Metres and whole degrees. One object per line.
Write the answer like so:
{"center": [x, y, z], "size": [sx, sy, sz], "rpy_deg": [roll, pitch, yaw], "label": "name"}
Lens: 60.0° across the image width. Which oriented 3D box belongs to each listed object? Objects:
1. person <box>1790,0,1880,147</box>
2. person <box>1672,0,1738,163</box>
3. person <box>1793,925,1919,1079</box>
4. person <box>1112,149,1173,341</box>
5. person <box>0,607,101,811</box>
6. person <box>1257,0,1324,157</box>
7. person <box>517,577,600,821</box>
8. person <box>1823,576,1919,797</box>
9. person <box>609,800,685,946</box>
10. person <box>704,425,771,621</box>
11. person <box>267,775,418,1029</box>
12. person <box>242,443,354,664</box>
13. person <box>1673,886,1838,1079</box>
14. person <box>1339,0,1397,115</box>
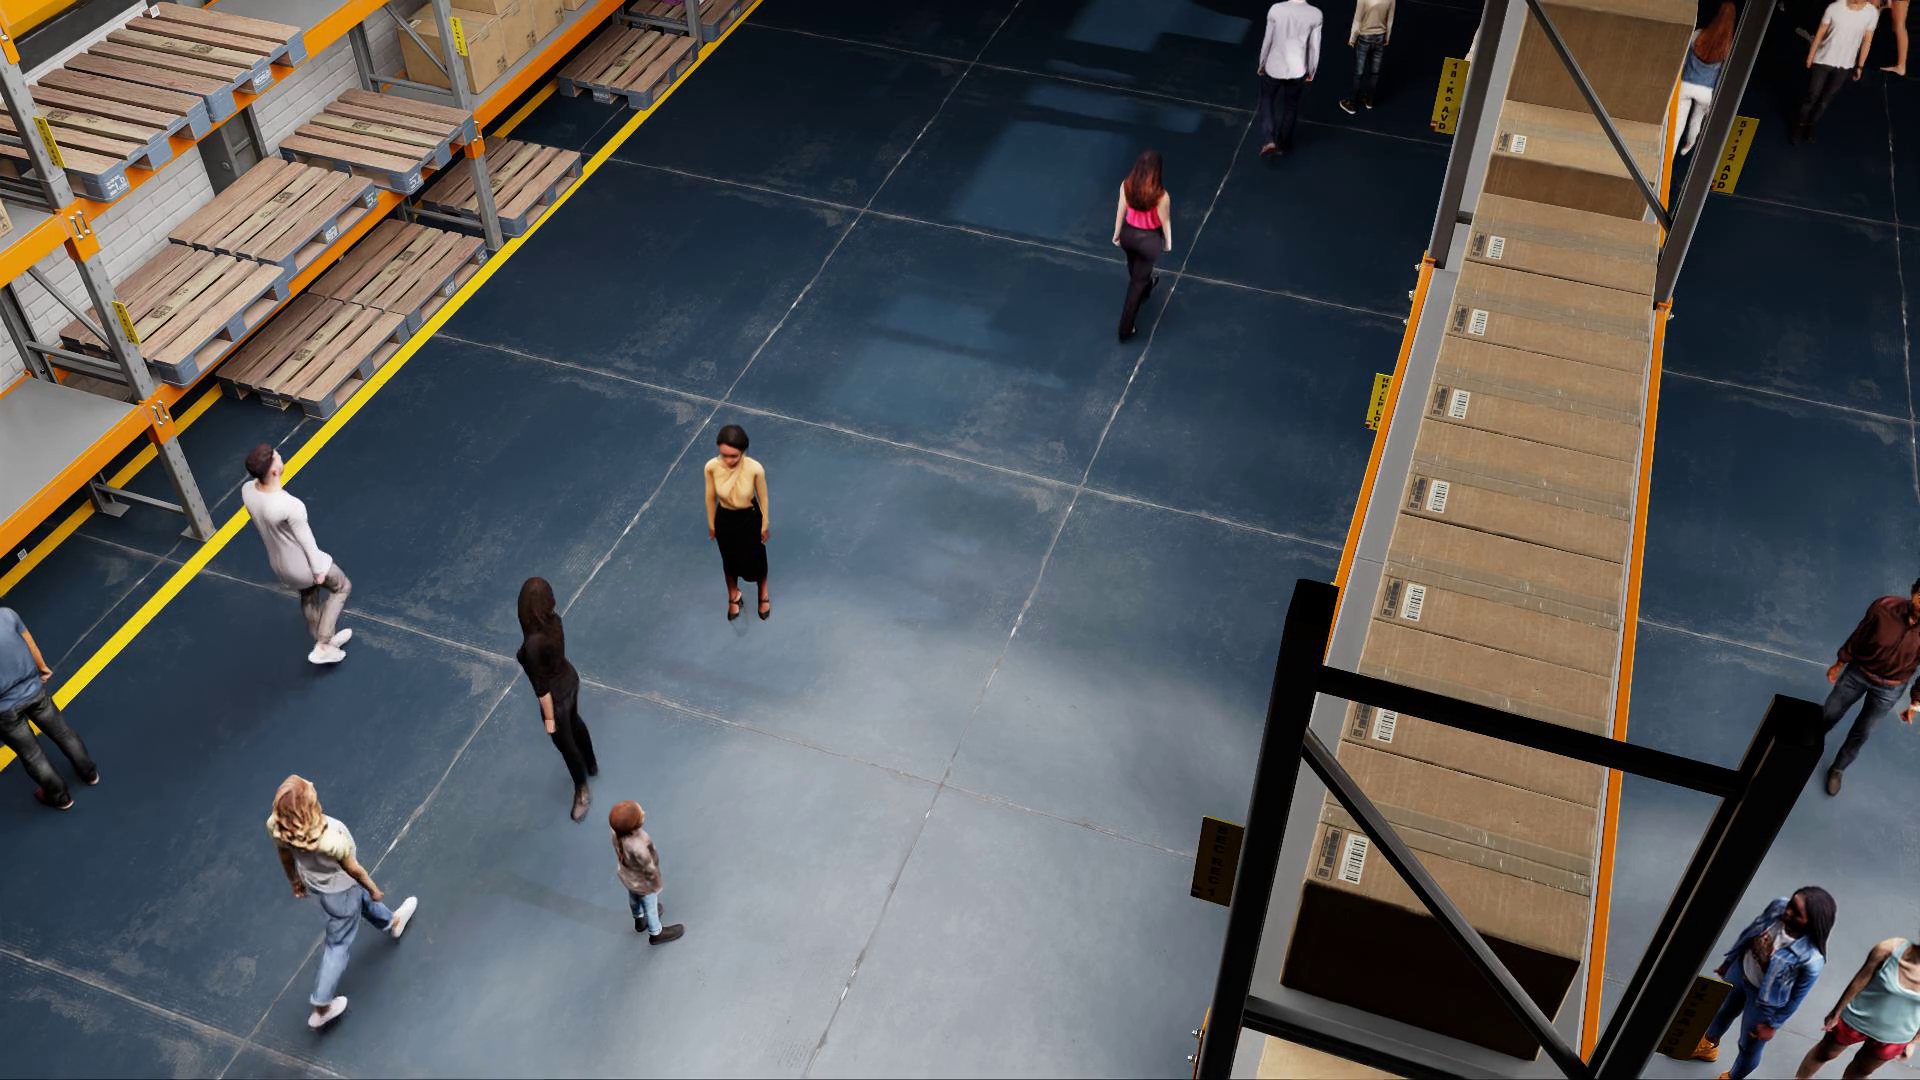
{"center": [8.271, -4.582, 15.725], "size": [0.654, 1.705, 0.636], "rpy_deg": [9, 44, 9], "label": "person"}
{"center": [6.700, -4.043, 15.193], "size": [0.696, 1.658, 1.077], "rpy_deg": [18, 47, 18], "label": "person"}
{"center": [4.587, 2.415, 8.336], "size": [0.602, 1.765, 0.612], "rpy_deg": [19, 47, 19], "label": "person"}
{"center": [1.425, -2.353, 13.449], "size": [0.801, 1.616, 1.134], "rpy_deg": [26, 49, 25], "label": "person"}
{"center": [-5.625, 0.920, 9.875], "size": [0.761, 1.807, 0.542], "rpy_deg": [23, 48, 22], "label": "person"}
{"center": [3.012, -4.336, 15.371], "size": [0.794, 1.836, 0.909], "rpy_deg": [6, 44, 6], "label": "person"}
{"center": [-2.390, 0.966, 9.971], "size": [0.859, 1.609, 0.586], "rpy_deg": [-3, 44, -3], "label": "person"}
{"center": [5.527, 0.810, 10.012], "size": [0.745, 1.777, 0.689], "rpy_deg": [26, 50, 25], "label": "person"}
{"center": [-1.806, 1.858, 9.335], "size": [0.576, 1.194, 0.548], "rpy_deg": [-32, 52, -29], "label": "person"}
{"center": [-1.461, -0.101, 11.056], "size": [0.629, 1.655, 0.628], "rpy_deg": [1, 44, 1], "label": "person"}
{"center": [-3.400, 1.928, 8.907], "size": [0.652, 1.682, 1.156], "rpy_deg": [15, 46, 16], "label": "person"}
{"center": [-4.292, 0.154, 10.664], "size": [0.701, 1.828, 0.711], "rpy_deg": [19, 47, 19], "label": "person"}
{"center": [4.080, 2.303, 8.491], "size": [0.742, 1.713, 0.619], "rpy_deg": [-6, 44, -7], "label": "person"}
{"center": [3.996, -4.861, 16.197], "size": [0.637, 1.457, 0.670], "rpy_deg": [-6, 44, -6], "label": "person"}
